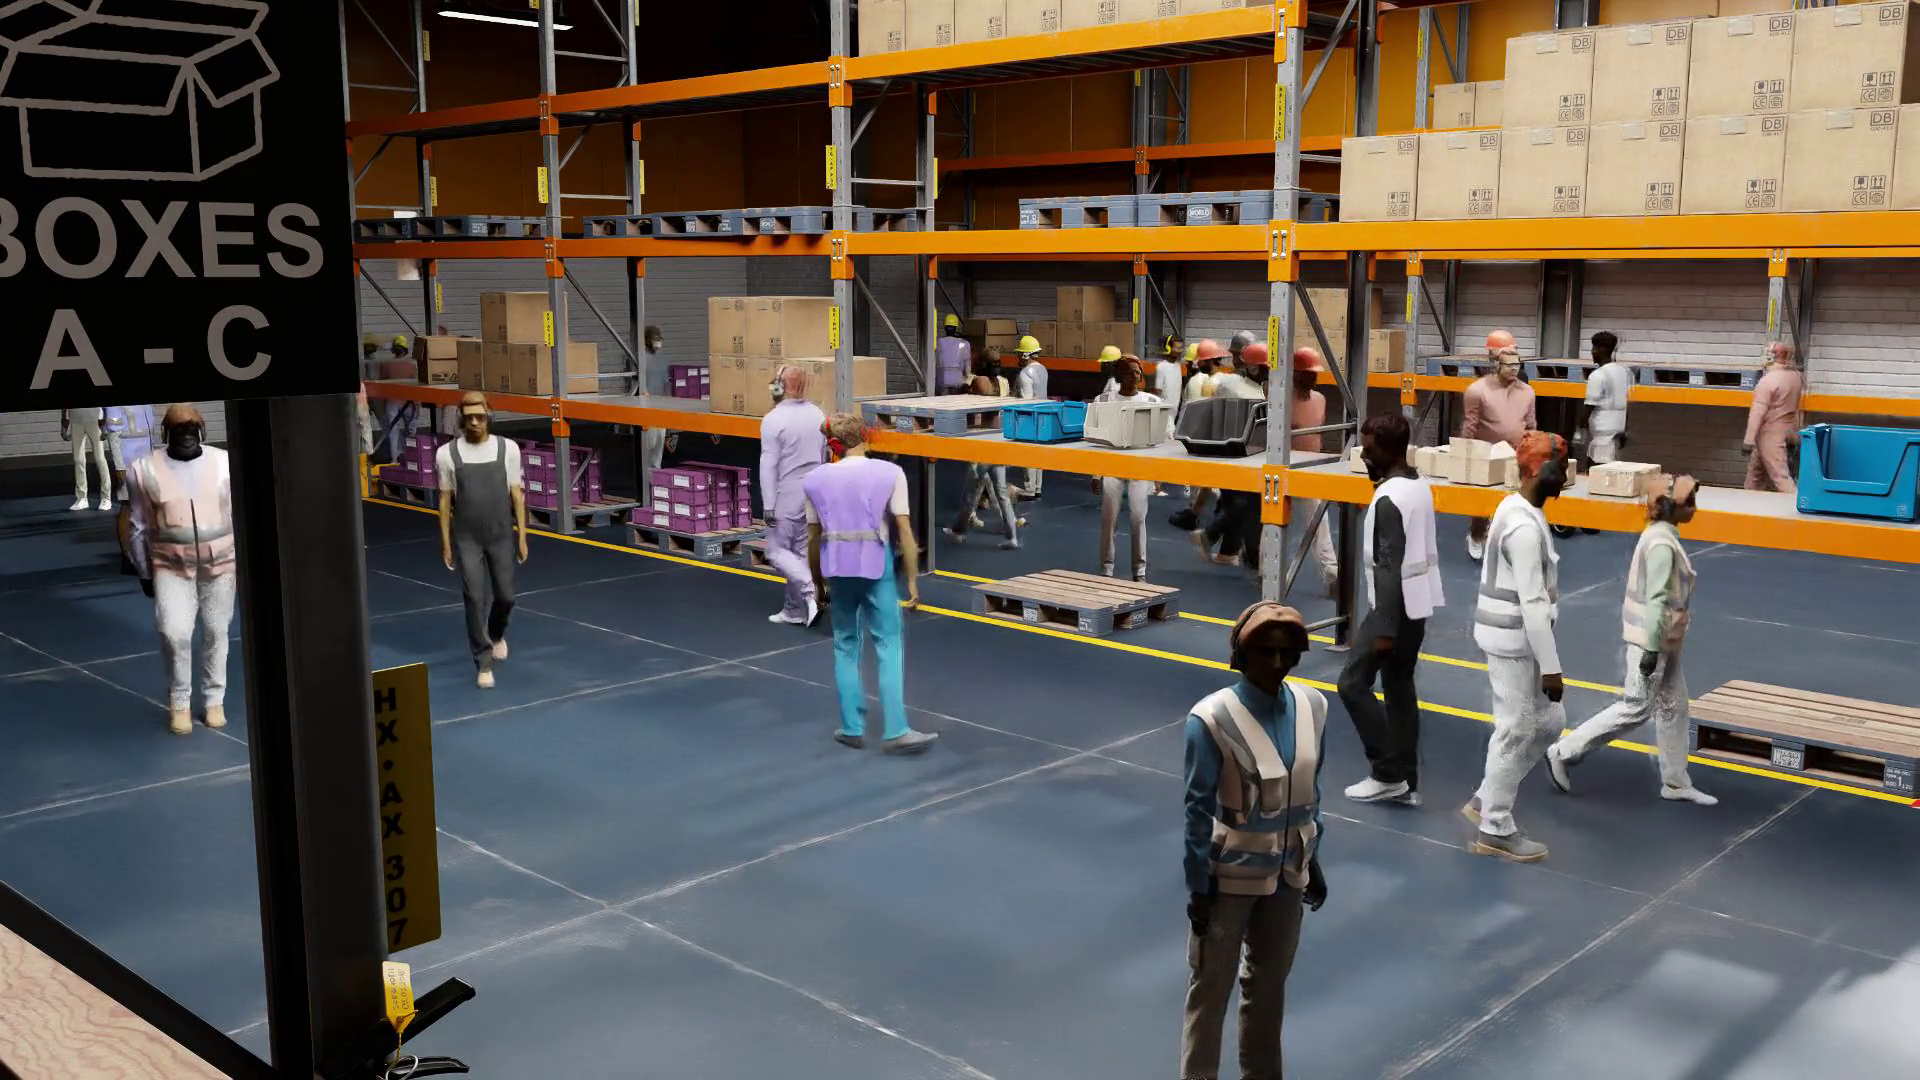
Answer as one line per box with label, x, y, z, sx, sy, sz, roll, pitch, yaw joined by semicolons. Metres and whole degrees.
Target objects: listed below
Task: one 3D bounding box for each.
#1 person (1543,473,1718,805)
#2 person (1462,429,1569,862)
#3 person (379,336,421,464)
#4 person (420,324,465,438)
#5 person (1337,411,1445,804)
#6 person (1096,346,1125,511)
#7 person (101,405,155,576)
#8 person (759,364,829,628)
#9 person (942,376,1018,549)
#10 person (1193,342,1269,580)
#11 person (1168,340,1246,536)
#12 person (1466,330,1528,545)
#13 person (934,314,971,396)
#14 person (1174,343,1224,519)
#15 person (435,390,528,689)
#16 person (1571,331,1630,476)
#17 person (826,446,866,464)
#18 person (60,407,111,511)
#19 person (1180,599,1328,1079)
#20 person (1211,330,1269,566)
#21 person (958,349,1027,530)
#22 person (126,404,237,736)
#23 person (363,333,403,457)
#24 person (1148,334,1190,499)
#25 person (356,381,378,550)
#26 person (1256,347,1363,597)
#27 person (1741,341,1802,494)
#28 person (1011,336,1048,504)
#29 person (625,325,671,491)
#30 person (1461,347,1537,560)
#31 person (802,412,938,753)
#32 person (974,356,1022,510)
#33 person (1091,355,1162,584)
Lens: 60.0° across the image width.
person;3.236;0.473;7.938;0.740;1.612;0.517;4;10;22
person;2.442;0.460;7.169;0.430;1.874;0.593;4;10;23
person;-7.020;-1.693;20.851;0.525;1.732;0.874;-1;9;-8
person;-6.573;-1.873;21.558;0.658;1.864;0.798;5;11;30
person;2.030;0.334;7.876;0.496;1.900;0.663;5;11;30
person;1.574;-1.171;17.567;0.375;1.754;0.559;1;9;4
person;-6.899;-0.672;13.951;0.359;1.935;0.551;1;9;6
person;-1.141;-0.292;11.764;0.622;1.894;0.652;7;11;35
person;0.225;-0.718;15.326;0.486;1.578;0.903;-7;12;-38
person;2.318;-0.649;13.688;0.731;1.972;0.623;3;10;20
person;2.474;-0.973;15.999;0.978;1.876;0.557;5;11;30
person;4.999;-0.948;15.458;0.612;1.997;0.376;-6;11;-34
person;-0.137;-2.199;23.338;0.595;1.925;0.373;0;9;2
person;2.484;-1.085;16.850;0.570;1.814;0.606;5;11;28
person;-2.953;-0.020;10.287;0.527;1.826;0.585;-3;10;-19
person;6.333;-1.120;16.701;0.638;1.927;0.913;-9;13;-42
person;-1.111;-0.923;16.033;0.553;1.748;0.410;-8;12;-39
person;-9.286;-1.234;17.636;0.512;1.859;0.312;-1;9;-3
person;0.843;0.976;4.767;0.517;1.636;0.314;-6;11;-32
person;2.422;-0.804;14.444;0.682;2.000;0.537;-7;11;-35
person;0.317;-0.966;16.216;1.010;1.778;0.645;8;12;40
person;-4.204;0.167;9.176;0.629;1.822;0.567;-5;11;-30
person;-8.009;-1.950;22.505;0.895;1.688;0.504;-6;11;-32
person;2.440;-1.360;18.525;0.907;1.830;0.515;5;11;28
person;-5.654;-0.844;15.125;0.513;1.906;0.610;8;12;40
person;2.691;-0.513;12.933;0.665;1.941;0.988;-6;11;-34
person;7.964;-1.015;16.308;0.661;1.862;0.987;-8;12;-41
person;0.744;-1.310;18.181;0.404;1.833;0.590;3;10;20
person;-3.546;-1.498;19.042;0.464;1.925;0.643;6;11;33
person;4.660;-0.714;14.332;0.673;1.891;0.418;-2;9;-10
person;-0.481;0.225;8.869;0.729;1.802;0.426;2;9;12
person;0.366;-1.114;17.458;0.680;1.669;0.537;6;11;34
person;1.320;-0.527;13.224;0.577;1.884;0.353;0;9;1
